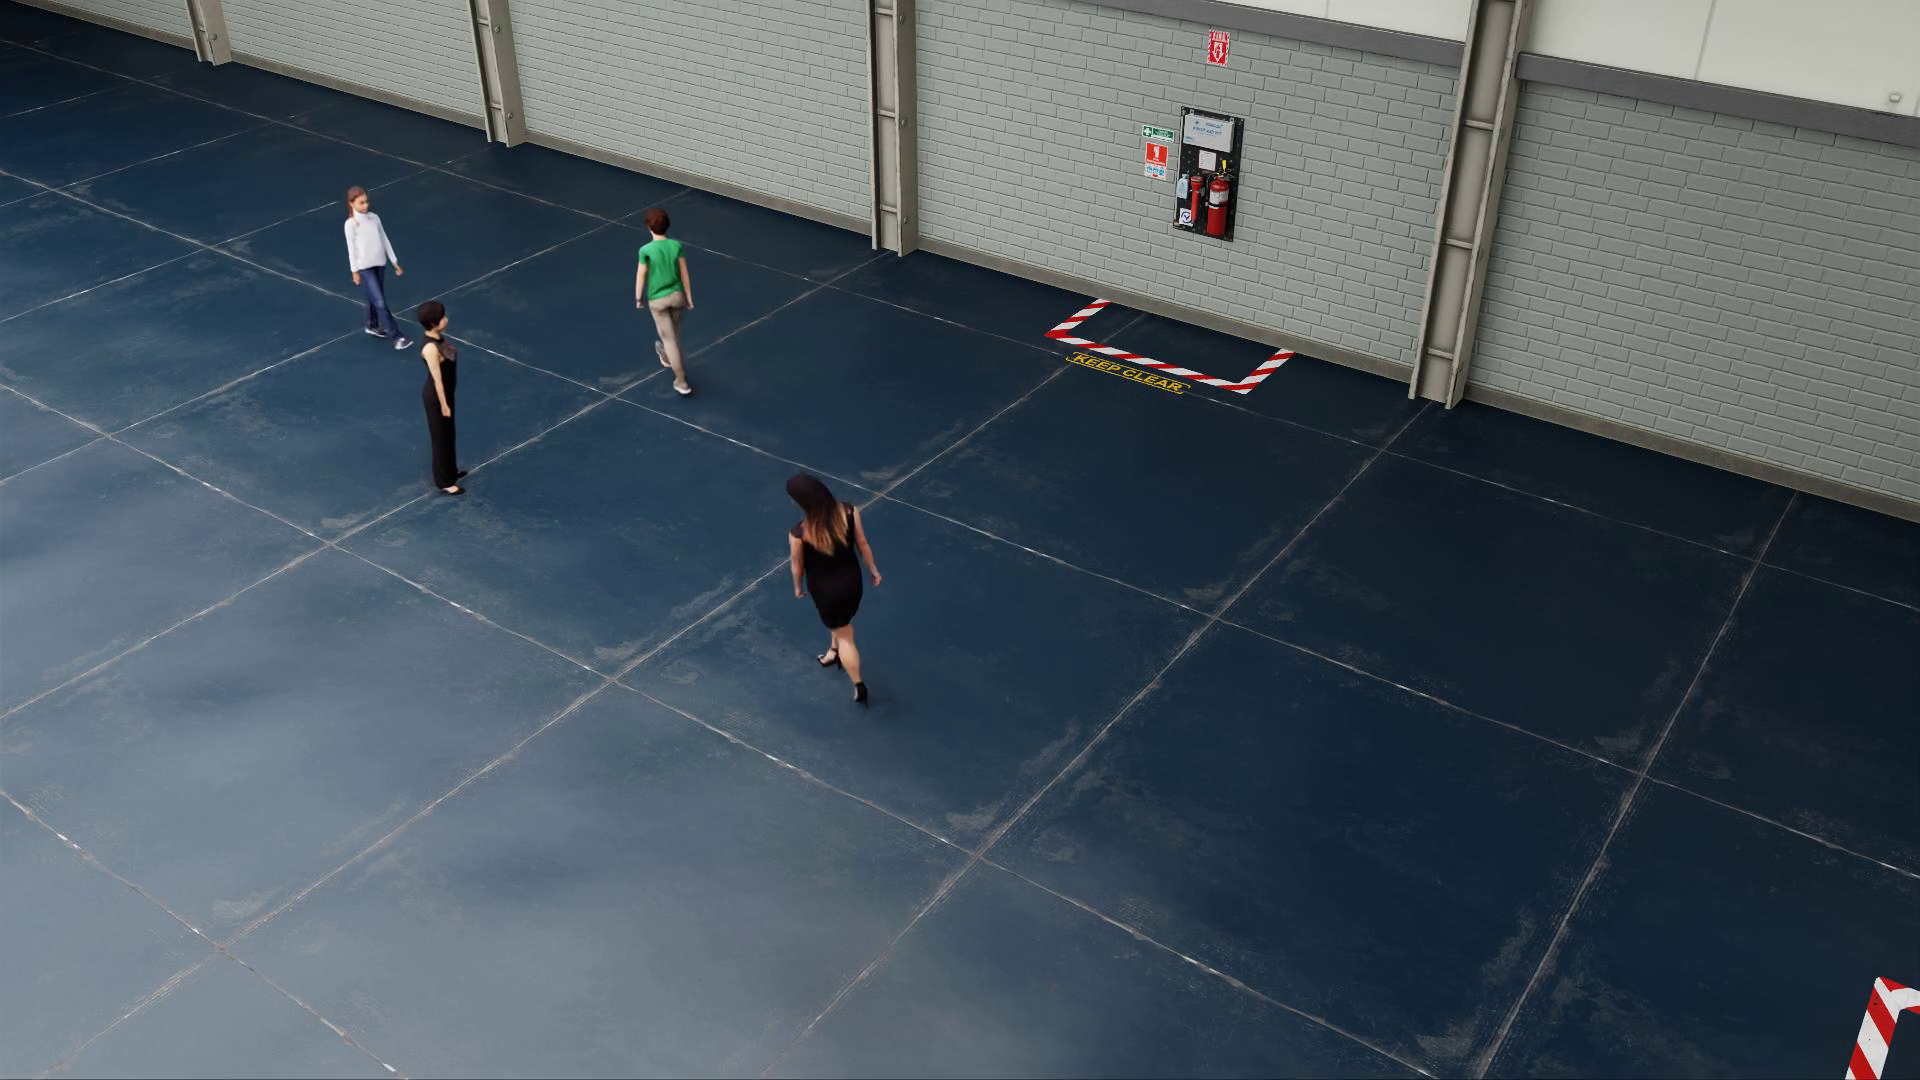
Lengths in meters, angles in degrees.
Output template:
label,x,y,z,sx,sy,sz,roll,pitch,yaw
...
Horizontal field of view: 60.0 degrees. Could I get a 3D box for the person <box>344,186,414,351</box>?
label,x,y,z,sx,sy,sz,roll,pitch,yaw
person,-5.479,-2.530,15.344,0.997,1.519,0.529,20,37,28

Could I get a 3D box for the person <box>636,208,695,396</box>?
label,x,y,z,sx,sy,sz,roll,pitch,yaw
person,-2.522,-2.043,14.480,0.905,1.618,1.163,-18,36,-26

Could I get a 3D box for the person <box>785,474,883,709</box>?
label,x,y,z,sx,sy,sz,roll,pitch,yaw
person,-0.743,0.345,10.655,0.874,1.659,0.971,-15,35,-22

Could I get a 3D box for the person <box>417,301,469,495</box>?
label,x,y,z,sx,sy,sz,roll,pitch,yaw
person,-4.086,-1.120,13.037,0.740,1.596,0.676,-6,33,-10
